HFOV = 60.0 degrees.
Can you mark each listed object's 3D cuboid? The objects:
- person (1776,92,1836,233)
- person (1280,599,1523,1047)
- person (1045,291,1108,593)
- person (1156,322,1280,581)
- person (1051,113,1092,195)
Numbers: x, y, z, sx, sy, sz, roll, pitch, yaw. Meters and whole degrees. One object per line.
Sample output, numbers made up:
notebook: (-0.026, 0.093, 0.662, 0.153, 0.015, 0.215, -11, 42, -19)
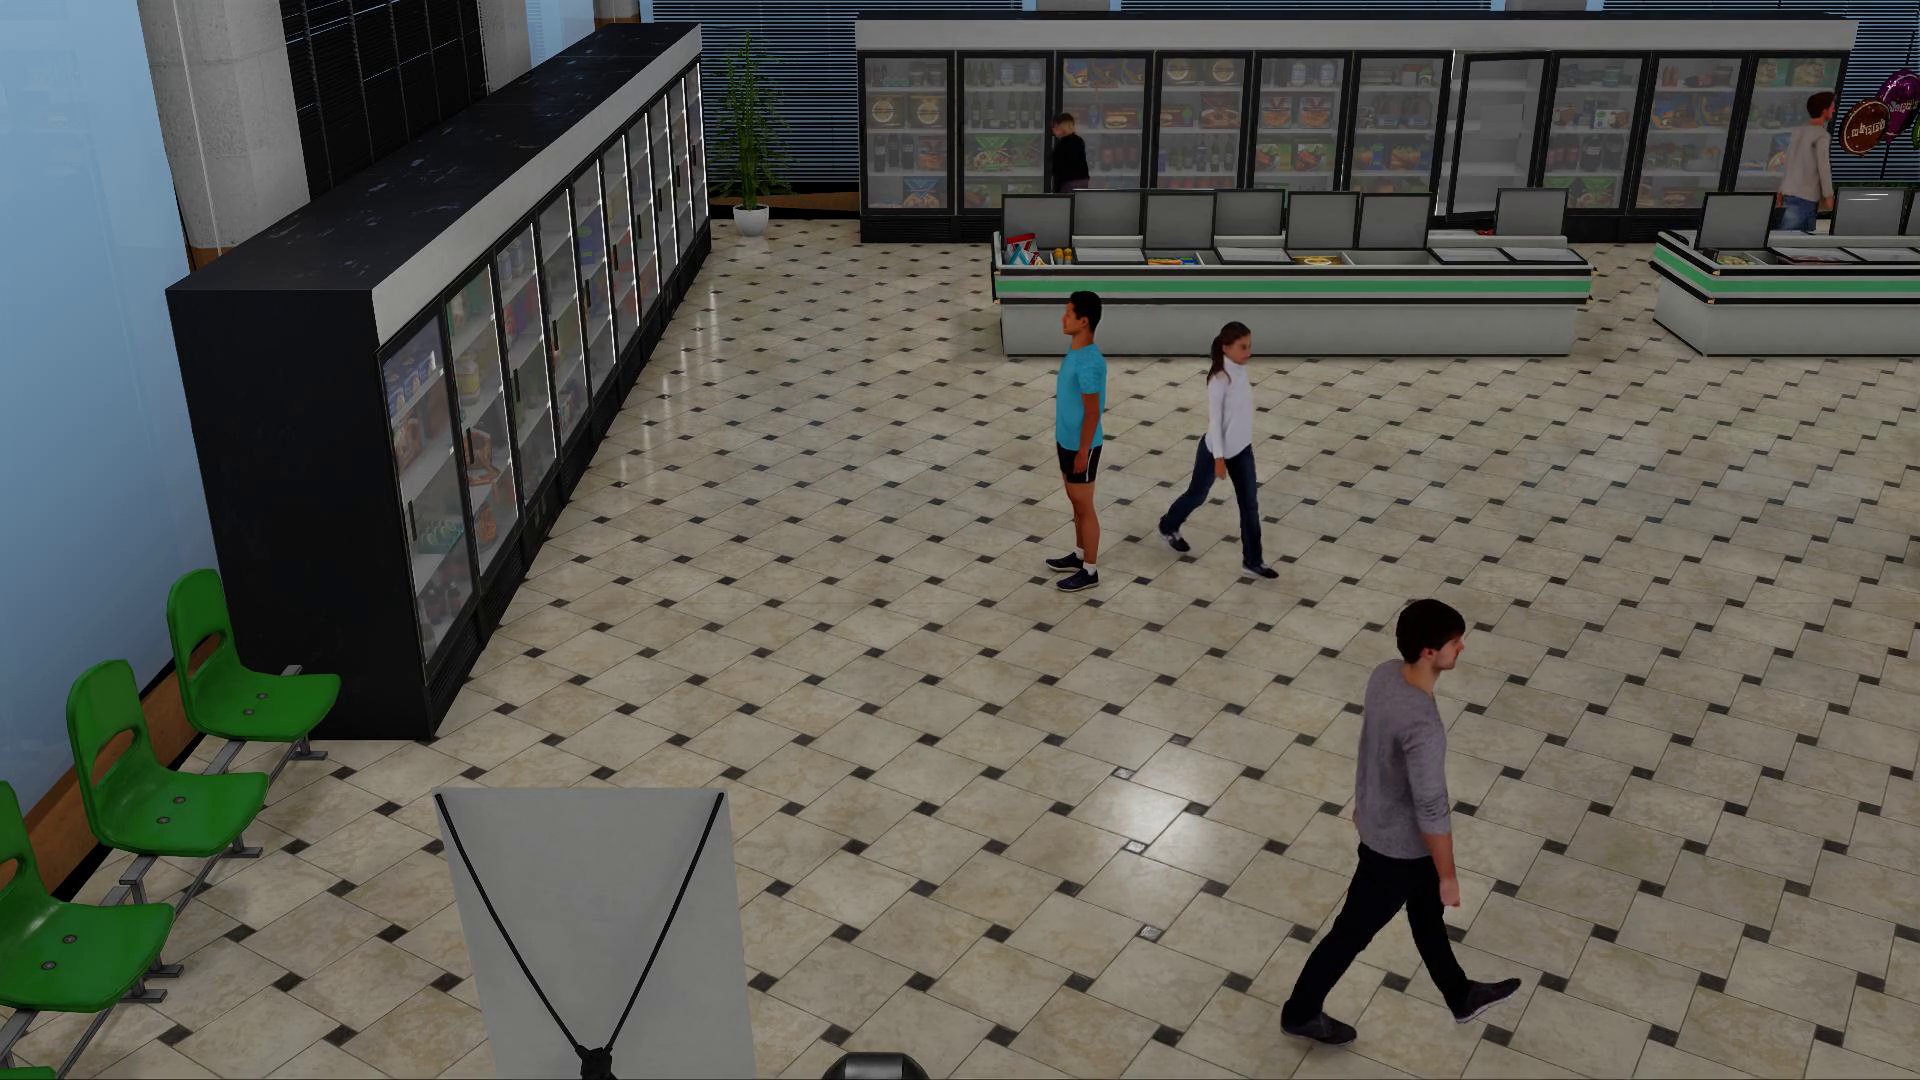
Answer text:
person: (7.774, -3.192, 15.542, 1.220, 1.857, 0.664, 1, 24, 1)
person: (1.450, 1.057, 5.902, 1.135, 1.801, 0.736, 1, 24, 3)
person: (0.704, -0.574, 9.663, 0.541, 1.775, 0.643, -3, 24, -7)
person: (1.504, -0.545, 9.914, 1.039, 1.520, 1.069, -21, 31, -39)
person: (1.138, -3.287, 16.036, 0.817, 1.636, 0.854, -18, 29, -35)
